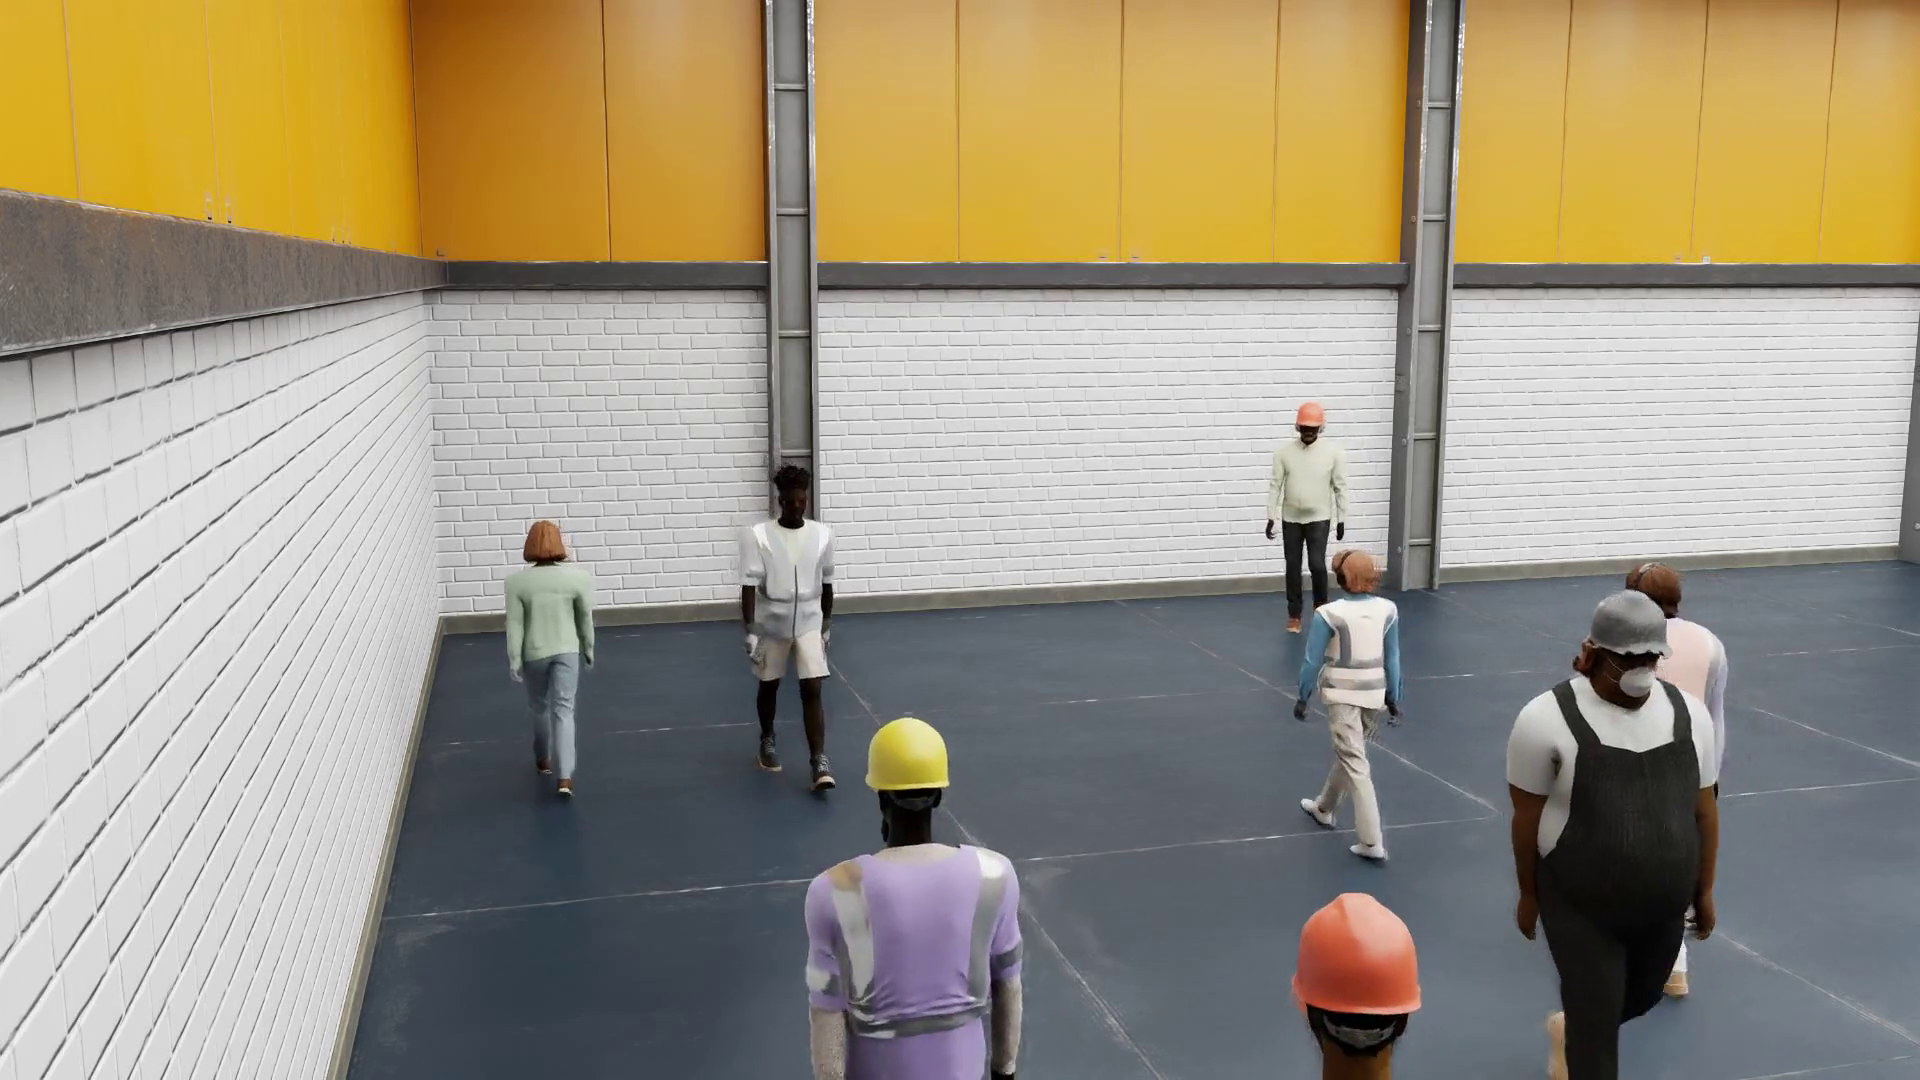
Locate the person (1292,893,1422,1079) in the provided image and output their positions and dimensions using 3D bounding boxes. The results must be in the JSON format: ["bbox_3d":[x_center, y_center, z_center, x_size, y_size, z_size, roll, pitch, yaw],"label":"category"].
[{"bbox_3d":[0.722,1.584,3.200,0.575,1.884,0.983,2,9,10],"label":"person"}]

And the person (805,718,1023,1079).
[{"bbox_3d":[-0.108,1.401,4.409,0.608,1.881,1.000,-3,9,-15],"label":"person"}]

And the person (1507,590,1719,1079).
[{"bbox_3d":[2.212,1.110,5.690,0.687,2.000,0.918,-1,9,-5],"label":"person"}]

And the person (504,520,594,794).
[{"bbox_3d":[-2.411,0.677,9.807,0.510,1.590,0.872,-3,9,-16],"label":"person"}]

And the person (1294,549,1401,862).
[{"bbox_3d":[2.038,0.836,8.776,0.536,1.586,0.856,-4,10,-23],"label":"person"}]

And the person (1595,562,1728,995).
[{"bbox_3d":[2.968,0.989,7.239,0.630,1.798,0.939,-3,10,-19],"label":"person"}]

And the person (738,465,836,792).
[{"bbox_3d":[-1.005,0.510,9.839,0.625,1.911,1.027,-3,10,-20],"label":"person"}]

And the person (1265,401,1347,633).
[{"bbox_3d":[2.904,-0.184,13.973,0.639,1.973,0.441,4,10,23],"label":"person"}]
